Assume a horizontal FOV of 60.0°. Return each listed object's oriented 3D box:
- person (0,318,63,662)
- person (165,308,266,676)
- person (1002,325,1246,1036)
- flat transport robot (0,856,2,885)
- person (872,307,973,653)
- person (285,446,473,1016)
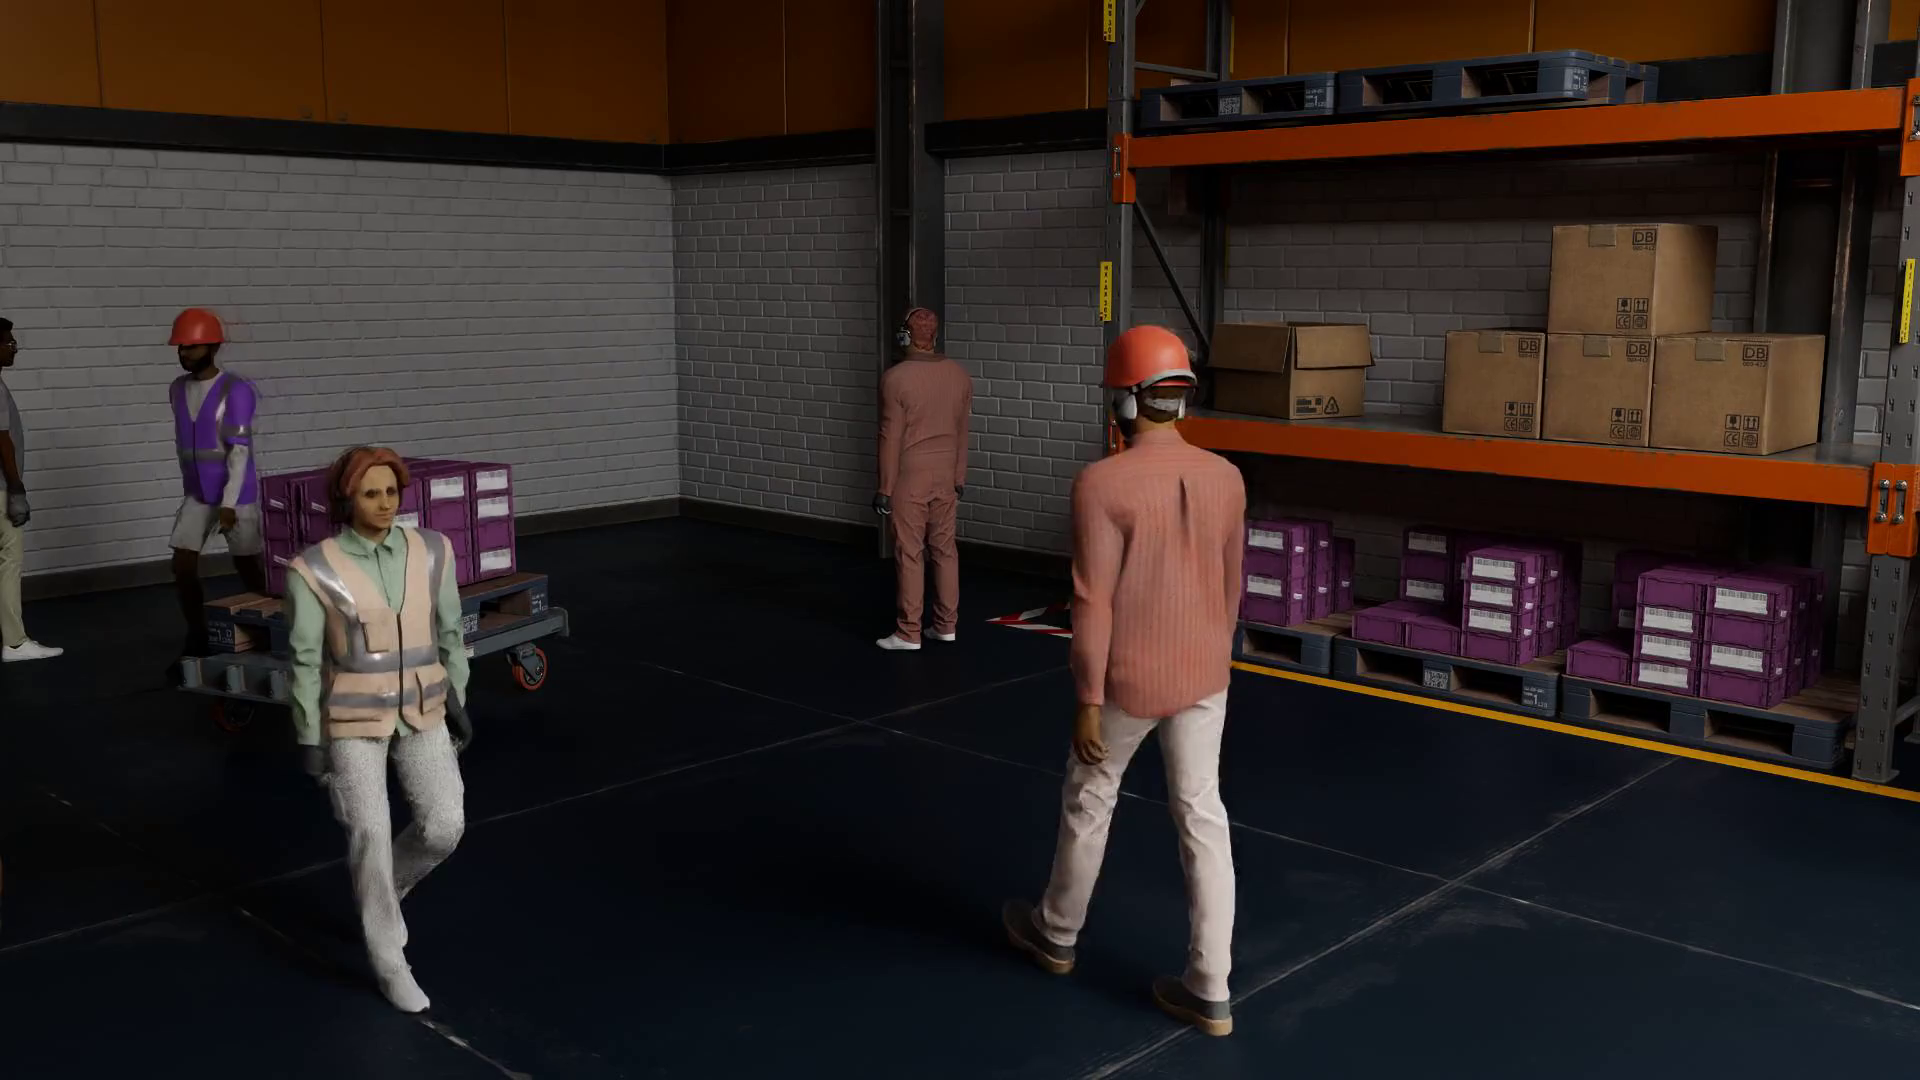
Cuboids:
[{"bbox_3d":[-5.191,-0.275,9.022,0.518,1.872,0.326,8,12,39],"label":"person"},{"bbox_3d":[-3.896,-0.232,8.624,0.550,1.915,0.727,3,10,17],"label":"person"},{"bbox_3d":[0.492,0.368,4.805,0.666,1.949,0.940,-5,11,-30],"label":"person"},{"bbox_3d":[-3.785,1.162,5.099,1.431,0.197,0.652,-5,10,-26],"label":"flat transport robot"},{"bbox_3d":[-0.233,-0.332,9.258,0.651,1.907,0.409,-9,13,-43],"label":"person"},{"bbox_3d":[-1.680,0.530,4.807,0.533,1.625,0.461,-9,13,-44],"label":"person"}]
